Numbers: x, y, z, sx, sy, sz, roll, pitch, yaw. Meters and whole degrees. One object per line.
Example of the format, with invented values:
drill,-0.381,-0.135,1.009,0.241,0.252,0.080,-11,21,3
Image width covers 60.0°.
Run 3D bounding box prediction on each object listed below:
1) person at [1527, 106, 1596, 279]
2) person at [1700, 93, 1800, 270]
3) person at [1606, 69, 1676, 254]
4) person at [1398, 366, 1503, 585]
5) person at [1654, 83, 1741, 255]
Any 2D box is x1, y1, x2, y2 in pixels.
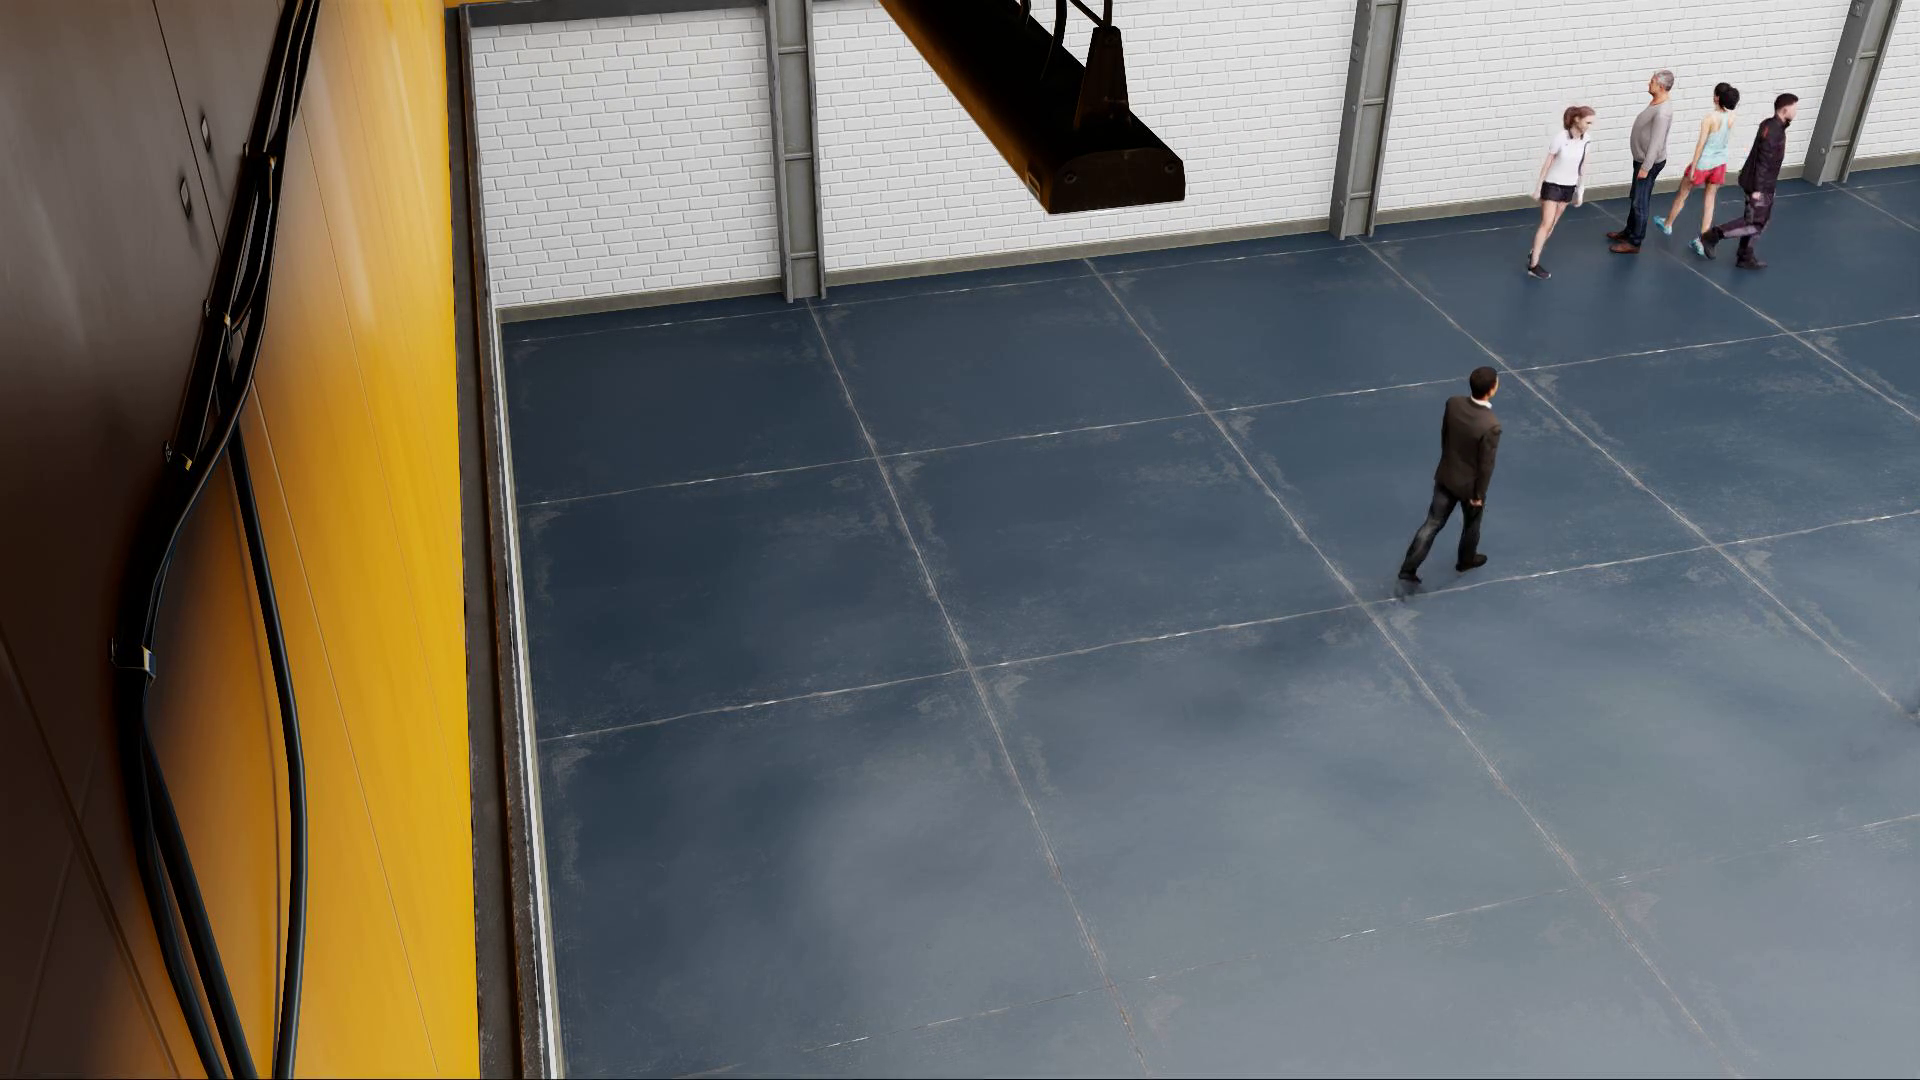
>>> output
person,6.026,-3.557,16.801,0.737,1.715,0.701,-3,34,-4
person,8.001,-3.620,16.794,1.112,1.828,1.028,16,37,22
person,7.094,-3.915,17.162,0.818,1.911,0.825,8,34,12
person,3.561,-0.431,12.042,1.215,1.775,0.959,-23,40,-30
person,7.759,-3.813,17.164,0.916,1.739,0.680,-8,35,-12
